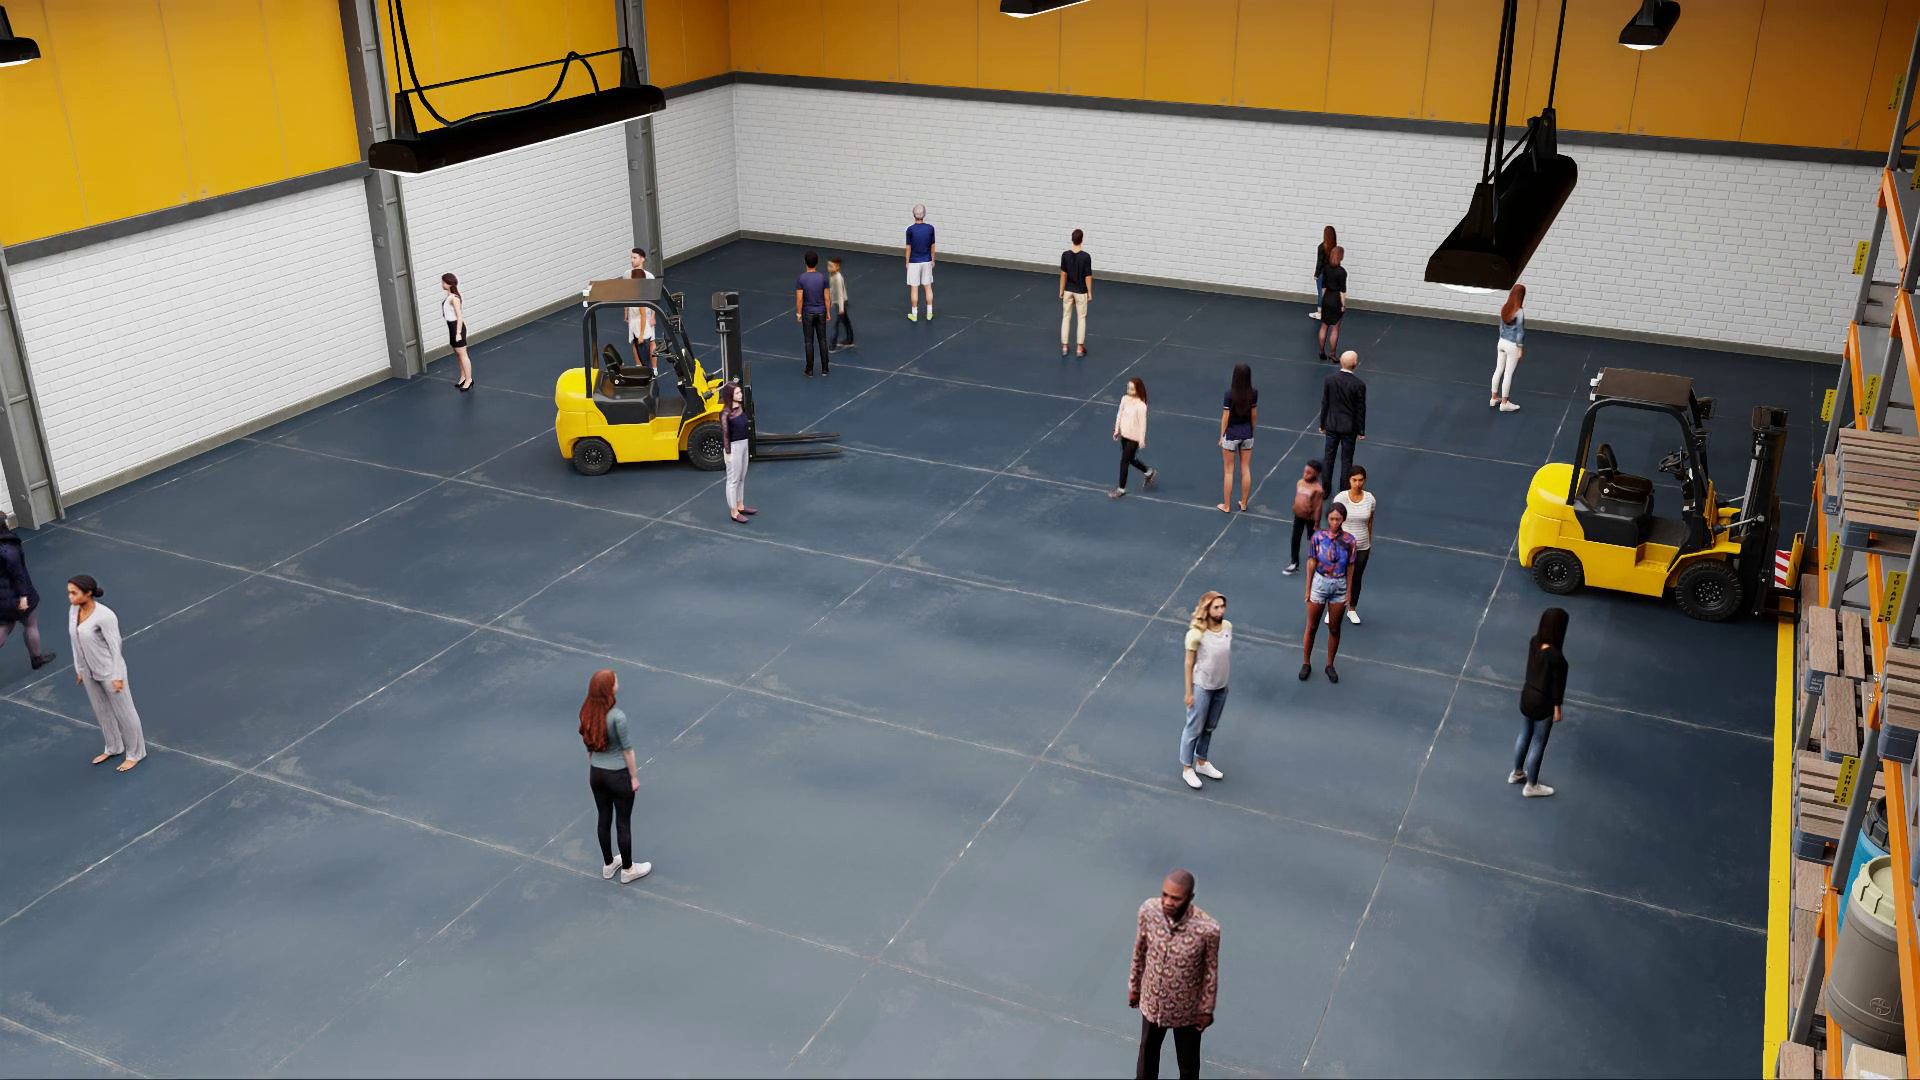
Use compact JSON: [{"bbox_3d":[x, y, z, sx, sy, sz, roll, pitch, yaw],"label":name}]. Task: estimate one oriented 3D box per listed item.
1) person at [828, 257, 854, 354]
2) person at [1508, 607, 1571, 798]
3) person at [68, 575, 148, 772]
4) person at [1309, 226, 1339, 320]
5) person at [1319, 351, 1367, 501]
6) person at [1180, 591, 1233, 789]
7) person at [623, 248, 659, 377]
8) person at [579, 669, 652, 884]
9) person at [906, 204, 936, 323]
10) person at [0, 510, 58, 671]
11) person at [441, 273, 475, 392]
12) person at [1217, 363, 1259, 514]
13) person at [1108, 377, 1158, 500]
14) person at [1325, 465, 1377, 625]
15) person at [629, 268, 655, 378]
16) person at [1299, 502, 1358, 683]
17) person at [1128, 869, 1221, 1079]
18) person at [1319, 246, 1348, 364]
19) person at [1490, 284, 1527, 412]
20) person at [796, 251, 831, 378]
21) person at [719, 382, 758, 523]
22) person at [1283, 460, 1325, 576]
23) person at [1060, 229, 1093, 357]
[{"bbox_3d":[-1.736,-3.494,24.641,0.939,1.429,0.873,-5,24,-11],"label":"person"},{"bbox_3d":[4.685,1.287,13.432,0.708,1.647,0.634,-6,24,-14],"label":"person"},{"bbox_3d":[-7.114,1.073,13.810,0.645,1.736,0.537,9,25,20],"label":"person"},{"bbox_3d":[5.777,-4.240,26.280,0.593,1.483,0.699,-17,29,-33],"label":"person"},{"bbox_3d":[4.408,-1.317,19.199,0.720,1.799,0.610,14,27,29],"label":"person"},{"bbox_3d":[2.010,1.194,13.552,0.644,1.722,0.768,-16,28,-33],"label":"person"},{"bbox_3d":[-4.491,-3.205,23.446,0.667,1.856,0.552,11,26,24],"label":"person"},{"bbox_3d":[-2.572,1.740,12.275,0.580,1.743,0.549,12,27,26],"label":"person"},{"bbox_3d":[-0.626,-4.366,26.125,0.719,1.839,0.769,-7,25,-16],"label":"person"},{"bbox_3d":[-8.769,0.511,15.192,0.706,1.659,0.962,9,25,19],"label":"person"},{"bbox_3d":[-6.947,-2.874,22.950,0.676,1.647,0.645,-13,27,-28],"label":"person"},{"bbox_3d":[3.157,-1.161,18.883,0.652,1.767,0.692,-5,24,-11],"label":"person"},{"bbox_3d":[2.044,-1.205,19.368,1.015,1.459,0.887,-12,26,-26],"label":"person"},{"bbox_3d":[3.823,0.041,16.283,0.650,1.646,0.659,0,24,0],"label":"person"},{"bbox_3d":[-4.327,-2.824,22.663,0.718,1.785,0.664,-9,25,-20],"label":"person"},{"bbox_3d":[3.367,0.470,15.182,0.648,1.743,0.612,3,24,7],"label":"person"},{"bbox_3d":[1.274,2.729,9.934,0.694,1.808,0.573,12,26,25],"label":"person"},{"bbox_3d":[5.404,-3.423,24.134,0.669,1.706,0.662,-15,28,-31],"label":"person"},{"bbox_3d":[7.330,-2.581,22.212,0.738,1.703,0.676,-8,25,-18],"label":"person"},{"bbox_3d":[-2.065,-3.197,23.508,0.709,1.793,0.753,-7,24,-15],"label":"person"},{"bbox_3d":[-2.505,-1.001,18.715,0.696,1.608,0.530,6,24,14],"label":"person"},{"bbox_3d":[3.692,-0.252,17.465,0.951,1.237,0.764,-18,29,-35],"label":"person"},{"bbox_3d":[1.701,-3.639,24.446,0.650,1.851,0.566,9,25,19],"label":"person"}]
